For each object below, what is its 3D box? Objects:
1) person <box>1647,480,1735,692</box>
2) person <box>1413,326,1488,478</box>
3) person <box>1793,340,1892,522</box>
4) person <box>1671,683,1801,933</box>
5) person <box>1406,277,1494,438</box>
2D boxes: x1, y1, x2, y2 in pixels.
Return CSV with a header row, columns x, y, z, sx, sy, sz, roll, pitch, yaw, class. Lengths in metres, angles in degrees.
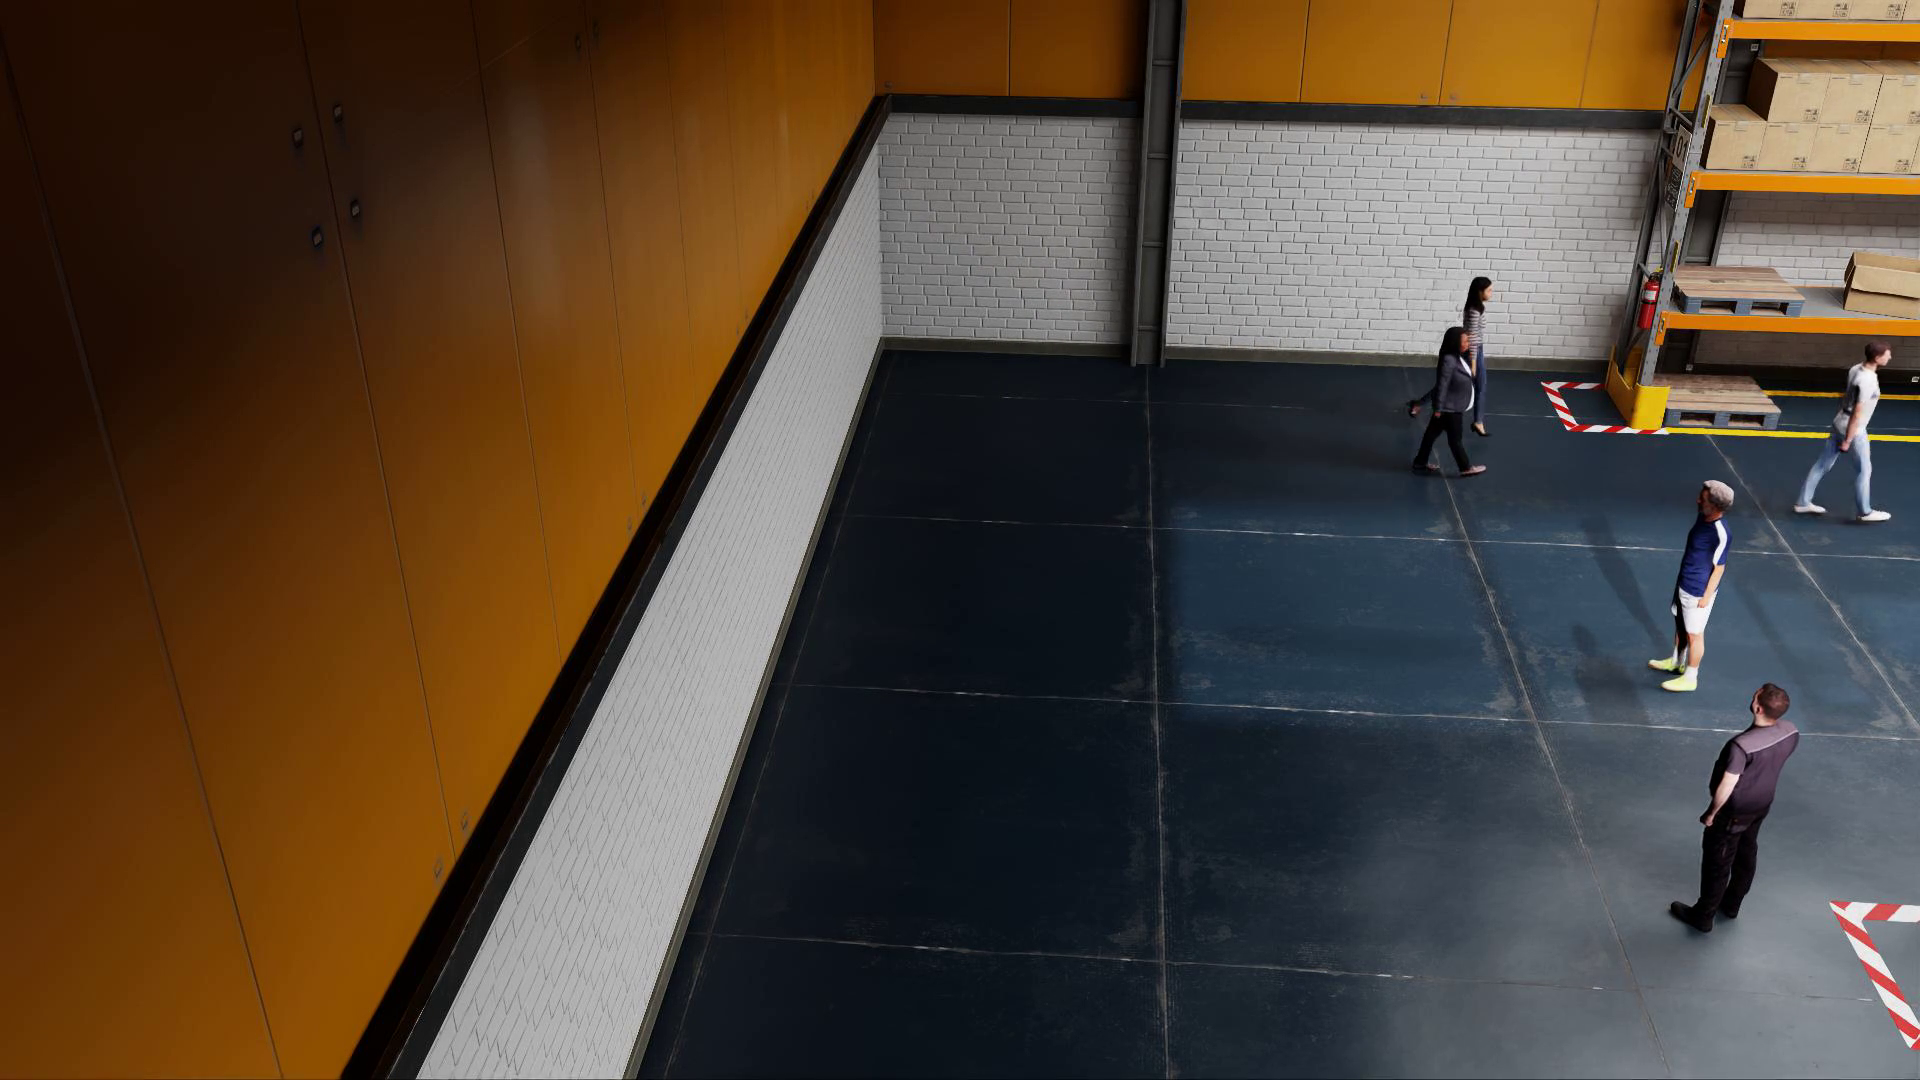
x,y,z,sx,sy,sz,roll,pitch,yaw,class
5.890,0.353,13.278,0.543,1.836,0.643,0,29,1,person
4.829,-1.385,16.739,0.980,1.571,0.763,6,29,12,person
8.367,-1.035,15.840,1.028,1.817,0.653,2,29,4,person
5.055,1.718,10.764,0.743,1.846,0.868,-14,32,-24,person
5.243,-1.907,17.502,1.204,1.758,0.779,9,30,16,person
